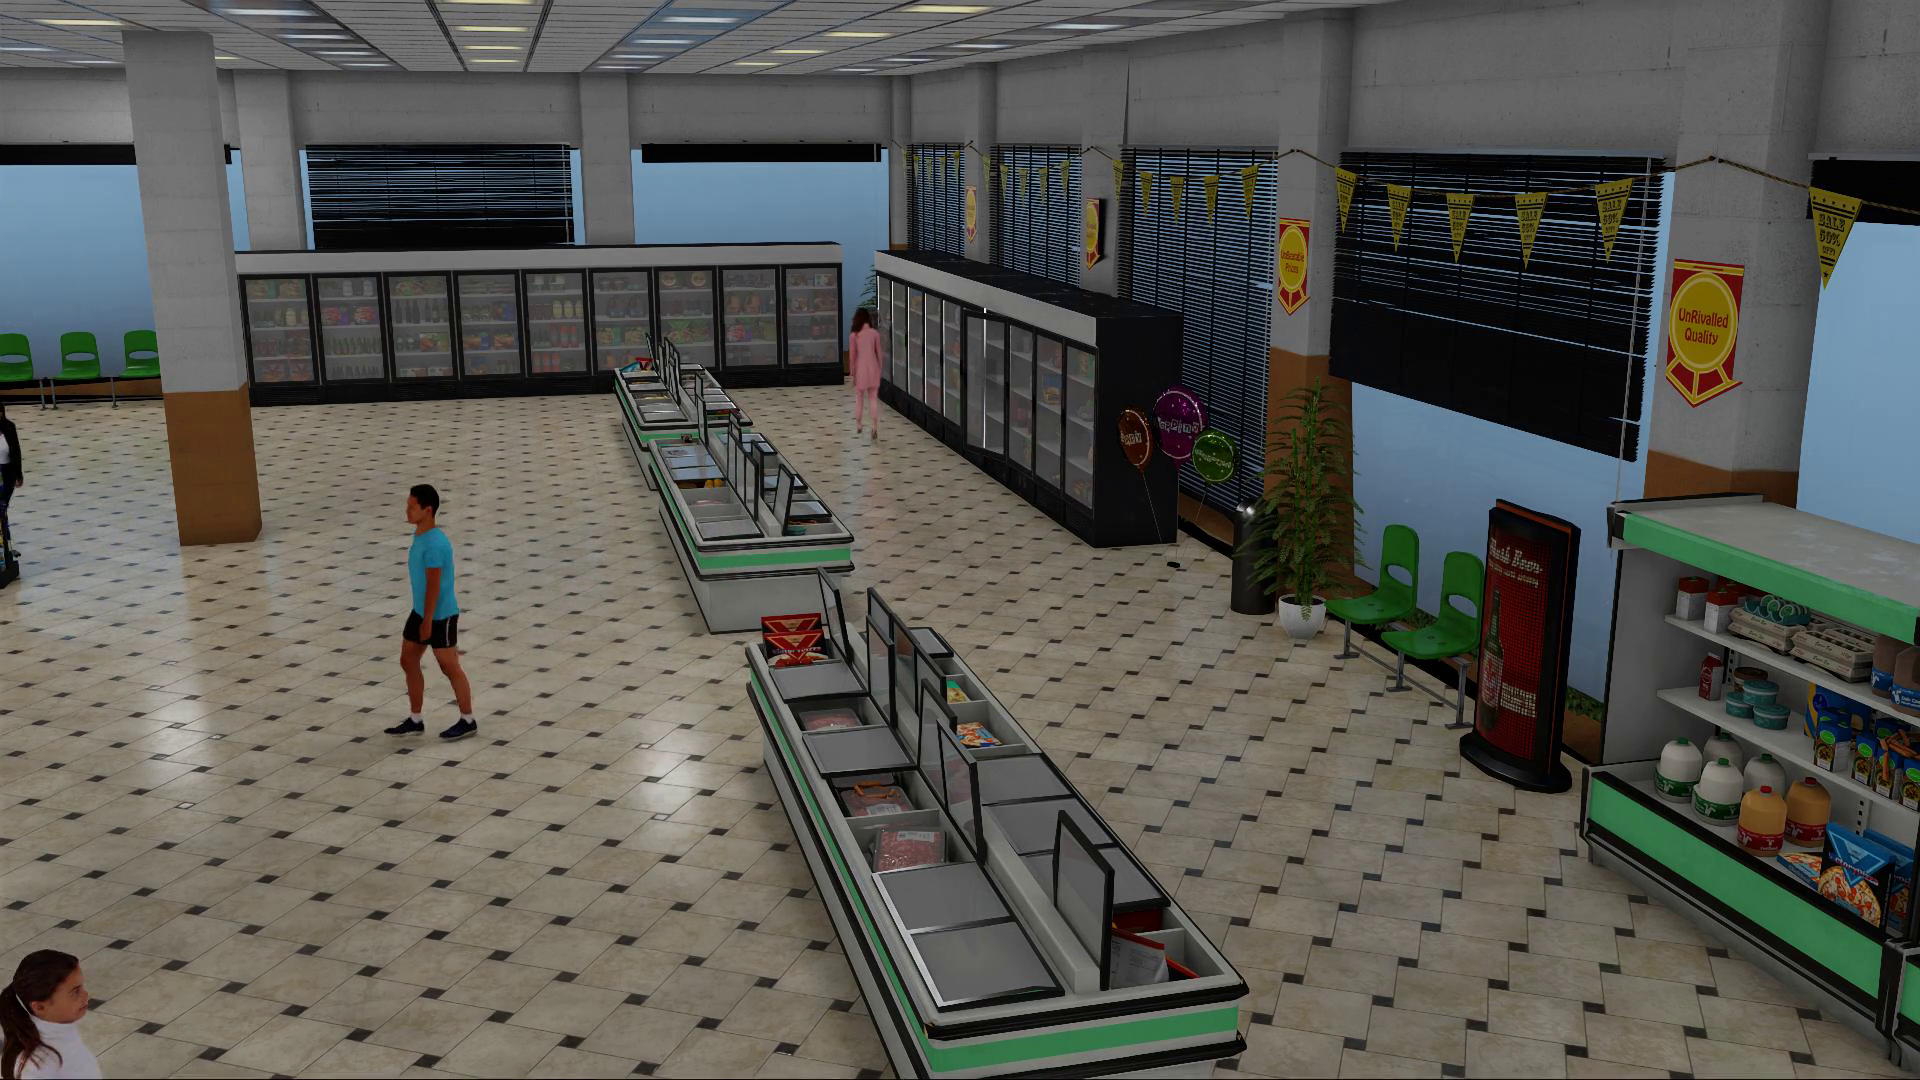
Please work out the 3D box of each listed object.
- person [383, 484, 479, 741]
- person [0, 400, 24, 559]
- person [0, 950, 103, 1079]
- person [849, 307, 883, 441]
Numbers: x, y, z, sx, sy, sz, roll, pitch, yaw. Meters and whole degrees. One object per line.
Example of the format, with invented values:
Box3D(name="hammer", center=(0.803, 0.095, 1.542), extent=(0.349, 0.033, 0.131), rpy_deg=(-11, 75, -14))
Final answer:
Box3D(name="person", center=(-3.456, 0.497, 11.217), extent=(0.860, 1.755, 0.863), rpy_deg=(-10, 17, -35))
Box3D(name="person", center=(-9.418, -0.613, 16.173), extent=(1.159, 1.577, 1.058), rpy_deg=(10, 17, 37))
Box3D(name="person", center=(-2.931, 2.041, 5.303), extent=(0.586, 1.543, 0.707), rpy_deg=(-4, 14, -16))
Box3D(name="person", center=(-1.228, -2.194, 22.289), extent=(0.687, 1.765, 1.101), rpy_deg=(-2, 14, -10))
